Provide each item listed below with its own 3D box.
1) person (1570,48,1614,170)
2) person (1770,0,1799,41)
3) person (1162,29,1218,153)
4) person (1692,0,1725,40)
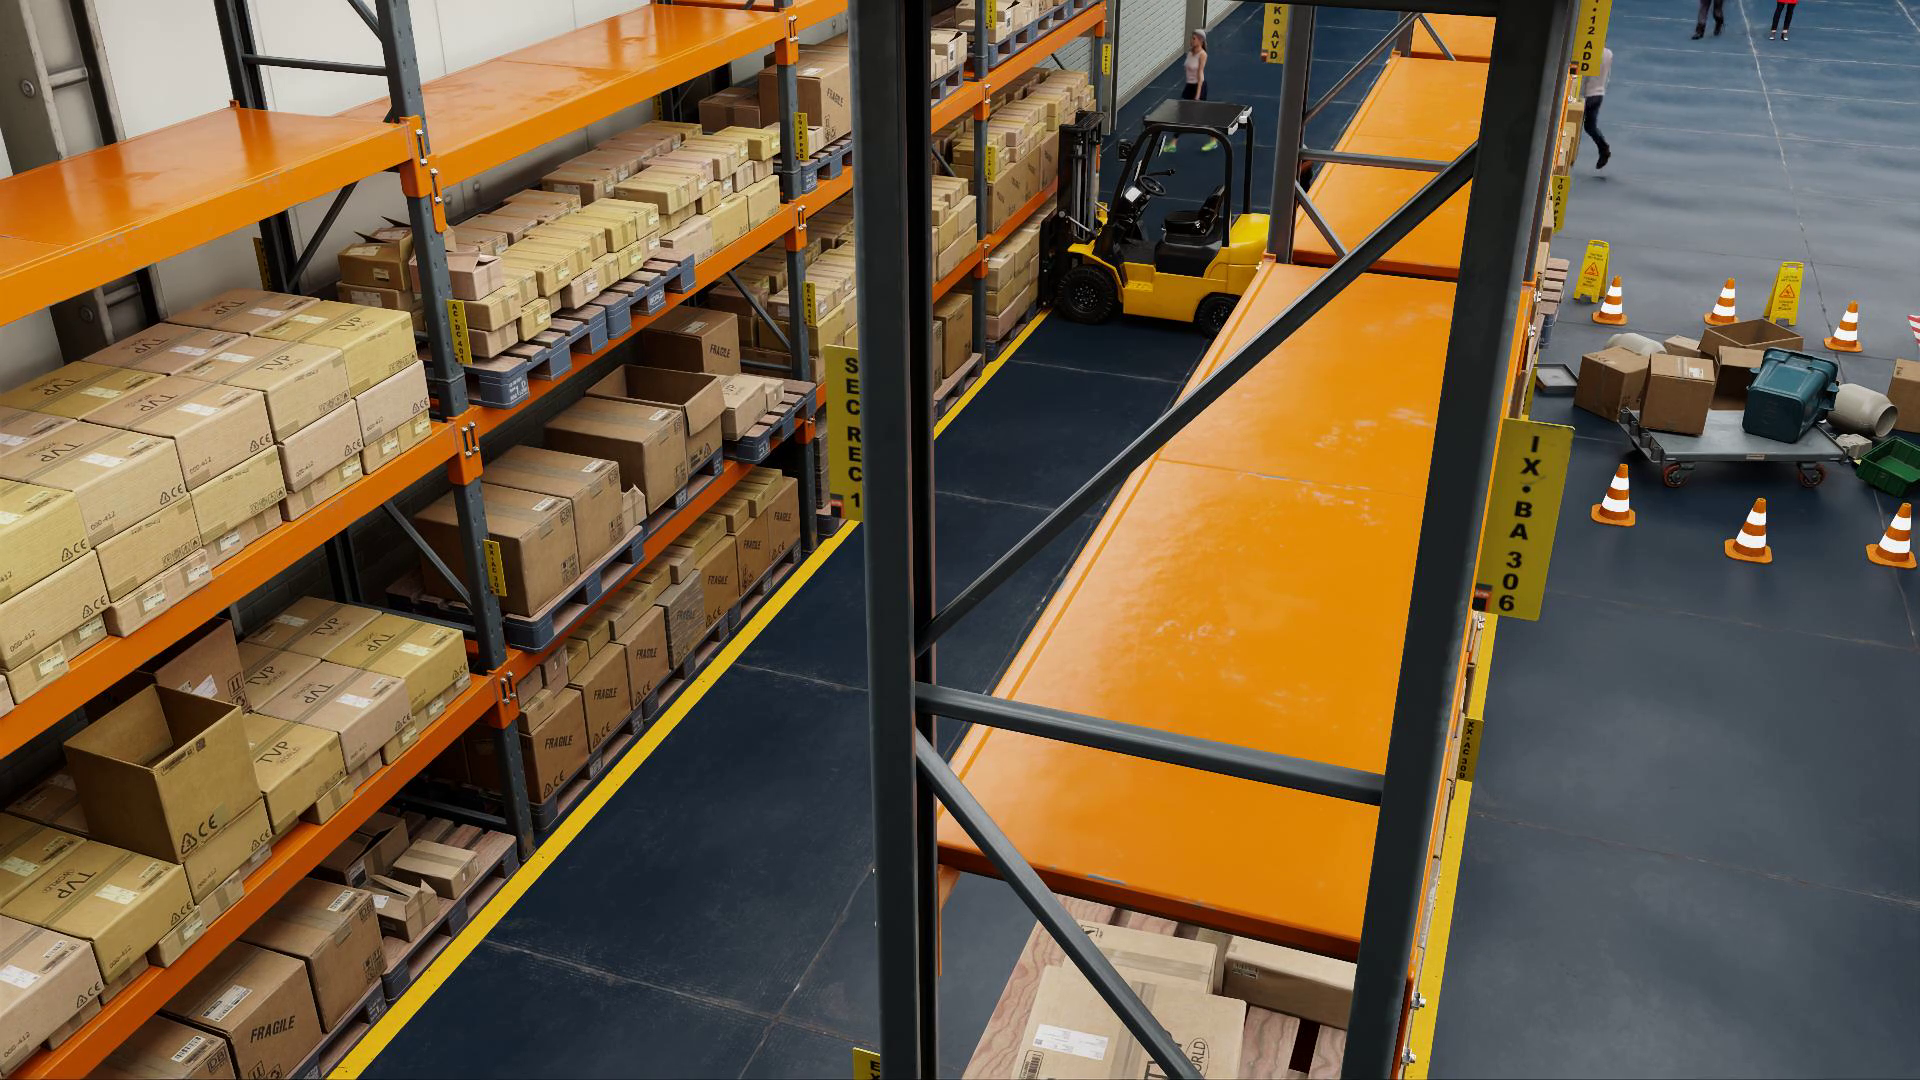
[{"bbox_3d":[8.427,-5.849,22.143,1.140,1.886,1.192,-13,31,-24],"label":"person"},{"bbox_3d":[14.920,-9.897,29.893,0.620,1.748,0.604,8,29,15],"label":"person"},{"bbox_3d":[3.332,-6.181,23.006,1.136,1.661,1.083,-12,30,-21],"label":"person"},{"bbox_3d":[13.654,-9.958,29.967,1.191,1.785,0.972,-25,37,-39],"label":"person"}]
